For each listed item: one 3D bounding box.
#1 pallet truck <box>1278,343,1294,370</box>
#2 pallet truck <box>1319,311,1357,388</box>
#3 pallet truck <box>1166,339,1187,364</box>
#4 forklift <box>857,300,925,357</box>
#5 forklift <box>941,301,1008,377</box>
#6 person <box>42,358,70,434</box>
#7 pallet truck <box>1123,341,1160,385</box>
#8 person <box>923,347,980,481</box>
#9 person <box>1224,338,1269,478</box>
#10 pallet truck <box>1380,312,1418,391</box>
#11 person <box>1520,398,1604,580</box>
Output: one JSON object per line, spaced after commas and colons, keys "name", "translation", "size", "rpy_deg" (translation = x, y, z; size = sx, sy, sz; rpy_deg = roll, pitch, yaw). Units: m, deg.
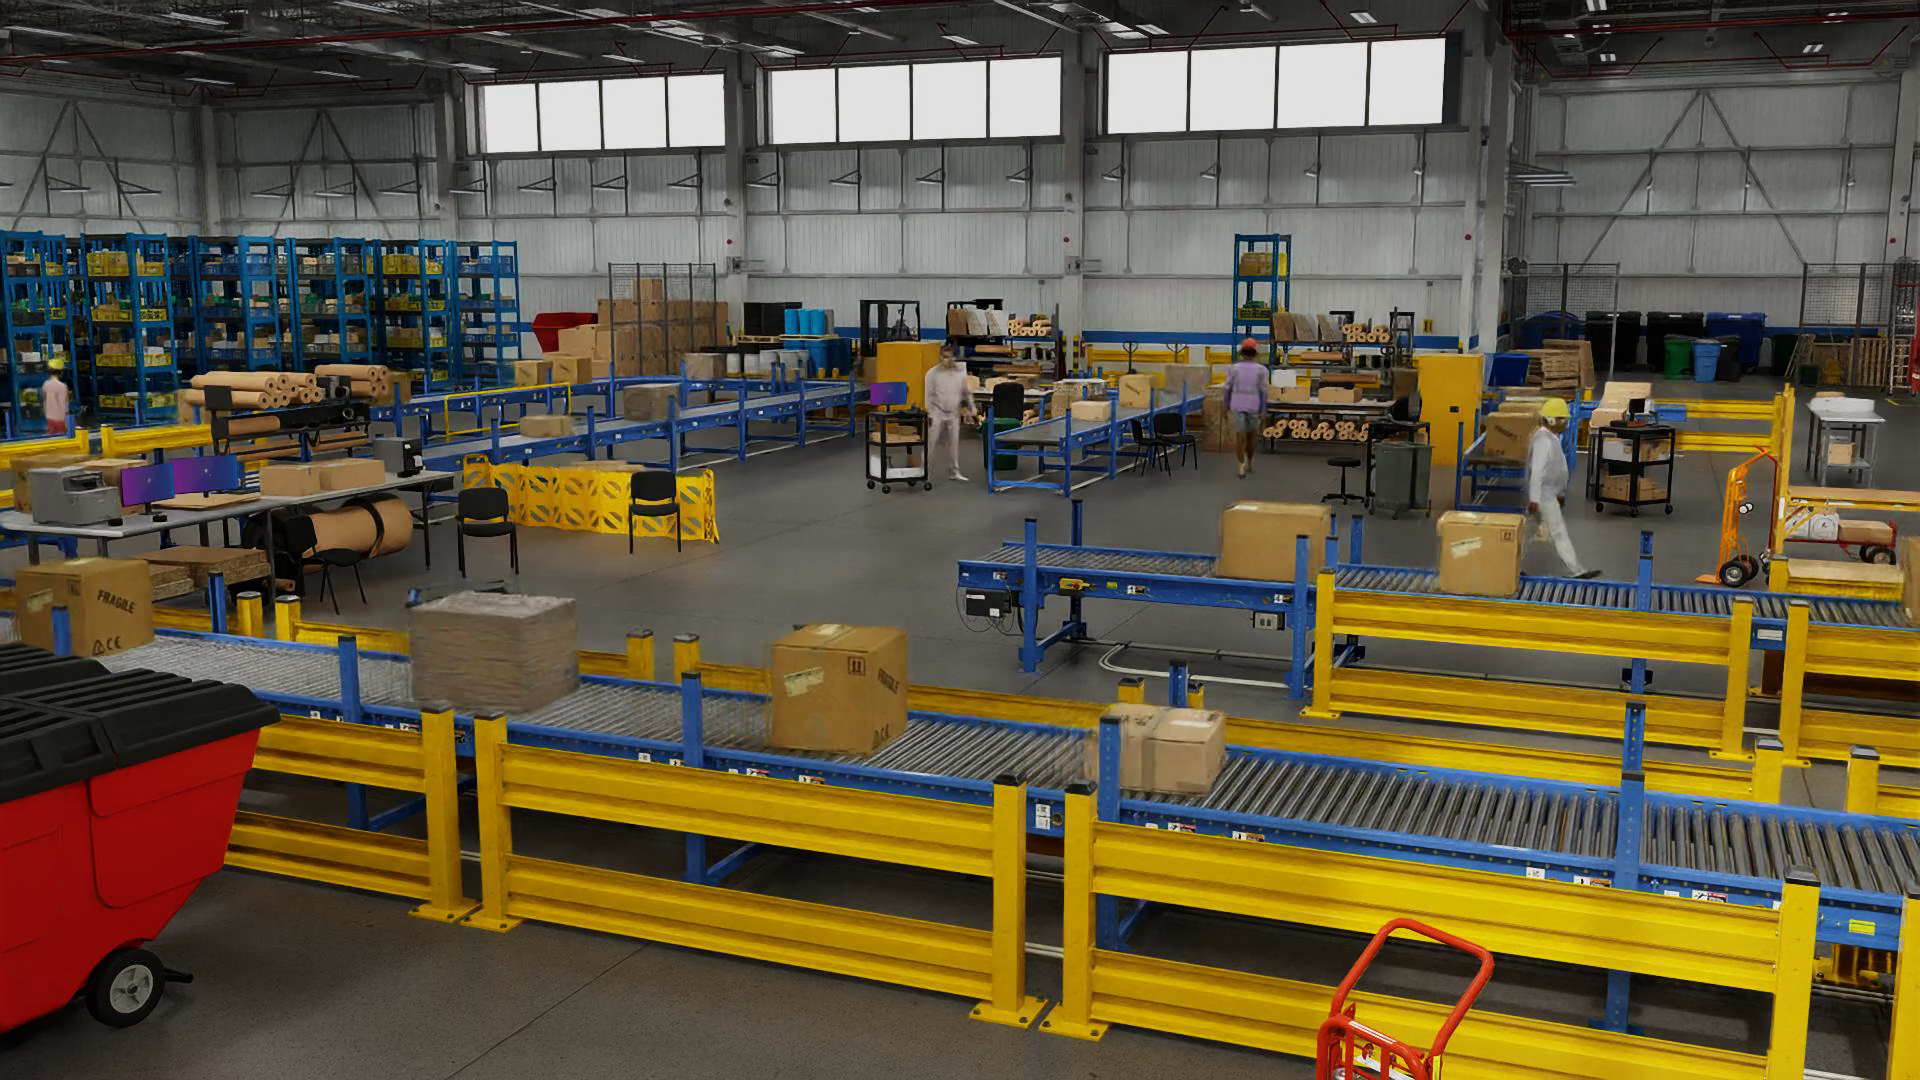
{"name": "pallet truck", "translation": [7.886, -4.163, 39.743], "size": [0.653, 1.274, 1.630], "rpy_deg": [4, 10, 22]}
{"name": "pallet truck", "translation": [9.071, -4.419, 39.190], "size": [0.823, 1.965, 1.885], "rpy_deg": [5, 10, 26]}
{"name": "pallet truck", "translation": [5.418, -4.269, 40.420], "size": [0.704, 1.261, 1.522], "rpy_deg": [3, 10, 20]}
{"name": "forklift", "translation": [-1.732, -5.109, 42.468], "size": [1.157, 1.987, 2.680], "rpy_deg": [4, 10, 22]}
{"name": "forklift", "translation": [0.365, -4.966, 41.571], "size": [1.157, 1.987, 2.680], "rpy_deg": [3, 10, 20]}
{"name": "person", "translation": [-12.816, -1.700, 23.507], "size": [0.529, 1.750, 0.687], "rpy_deg": [5, 11, 28]}
{"name": "pallet truck", "translation": [4.445, -4.380, 41.279], "size": [0.680, 1.201, 1.601], "rpy_deg": [4, 10, 22]}
{"name": "person", "translation": [-0.146, -1.773, 23.458], "size": [0.838, 1.911, 0.457], "rpy_deg": [-4, 10, -24]}
{"name": "person", "translation": [4.132, -1.910, 24.026], "size": [0.610, 1.993, 1.053], "rpy_deg": [1, 9, 4]}
{"name": "pallet truck", "translation": [10.207, -4.283, 38.369], "size": [0.823, 1.965, 1.885], "rpy_deg": [3, 10, 20]}
{"name": "person", "translation": [5.638, -0.445, 15.738], "size": [0.912, 1.781, 0.623], "rpy_deg": [4, 10, 22]}
